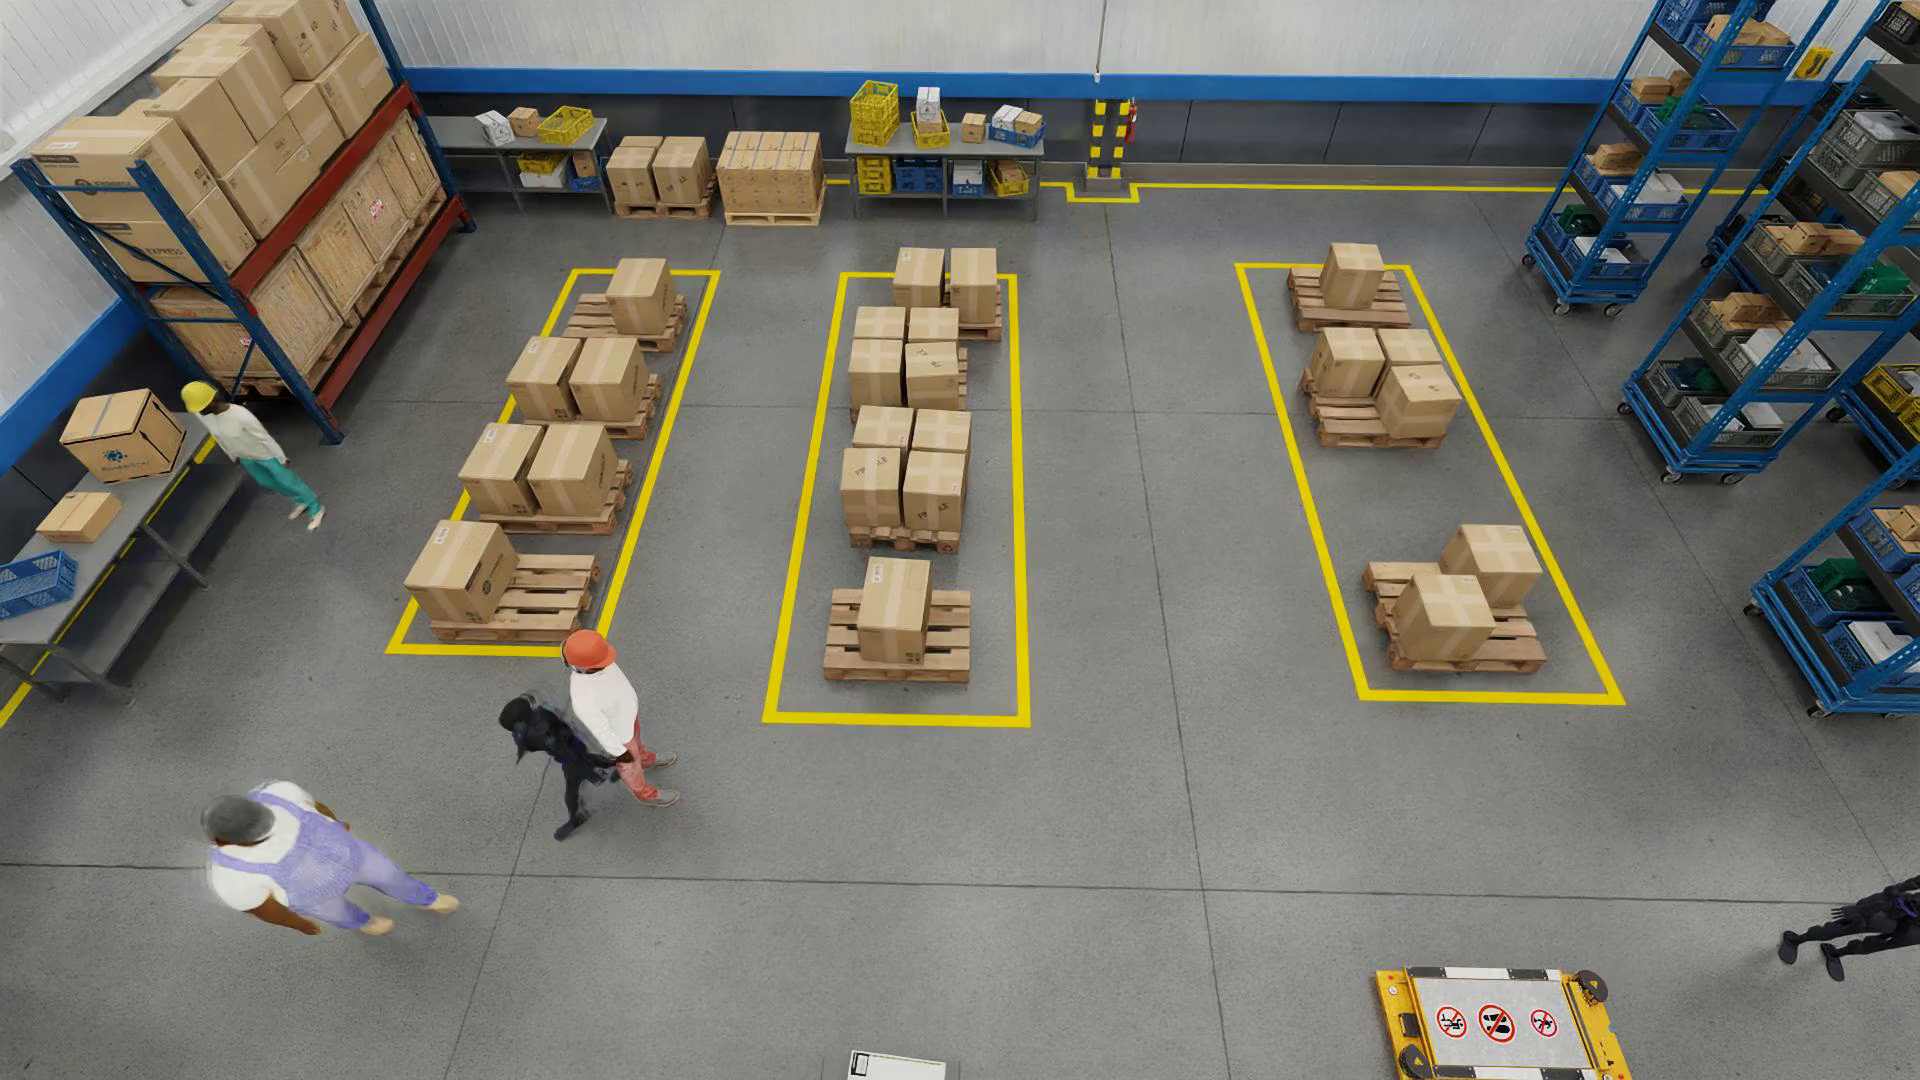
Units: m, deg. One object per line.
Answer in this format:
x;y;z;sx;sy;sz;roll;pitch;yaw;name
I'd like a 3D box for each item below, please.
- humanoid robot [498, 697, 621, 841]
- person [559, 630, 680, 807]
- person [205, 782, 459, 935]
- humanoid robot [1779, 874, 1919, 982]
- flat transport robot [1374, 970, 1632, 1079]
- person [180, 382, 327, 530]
-2.765;1.460;6.420;0.597;1.619;0.765;37;60;26;humanoid robot
-2.357;1.241;6.367;0.387;1.986;0.608;-10;51;-8;person
-3.906;2.061;5.664;0.870;2.000;0.711;8;51;7;person
5.854;2.354;5.649;0.608;1.657;0.313;18;53;14;humanoid robot
3.501;3.133;5.914;1.431;0.197;0.652;1;51;1;flat transport robot
-6.245;-0.742;8.135;0.529;1.749;0.383;5;51;4;person
